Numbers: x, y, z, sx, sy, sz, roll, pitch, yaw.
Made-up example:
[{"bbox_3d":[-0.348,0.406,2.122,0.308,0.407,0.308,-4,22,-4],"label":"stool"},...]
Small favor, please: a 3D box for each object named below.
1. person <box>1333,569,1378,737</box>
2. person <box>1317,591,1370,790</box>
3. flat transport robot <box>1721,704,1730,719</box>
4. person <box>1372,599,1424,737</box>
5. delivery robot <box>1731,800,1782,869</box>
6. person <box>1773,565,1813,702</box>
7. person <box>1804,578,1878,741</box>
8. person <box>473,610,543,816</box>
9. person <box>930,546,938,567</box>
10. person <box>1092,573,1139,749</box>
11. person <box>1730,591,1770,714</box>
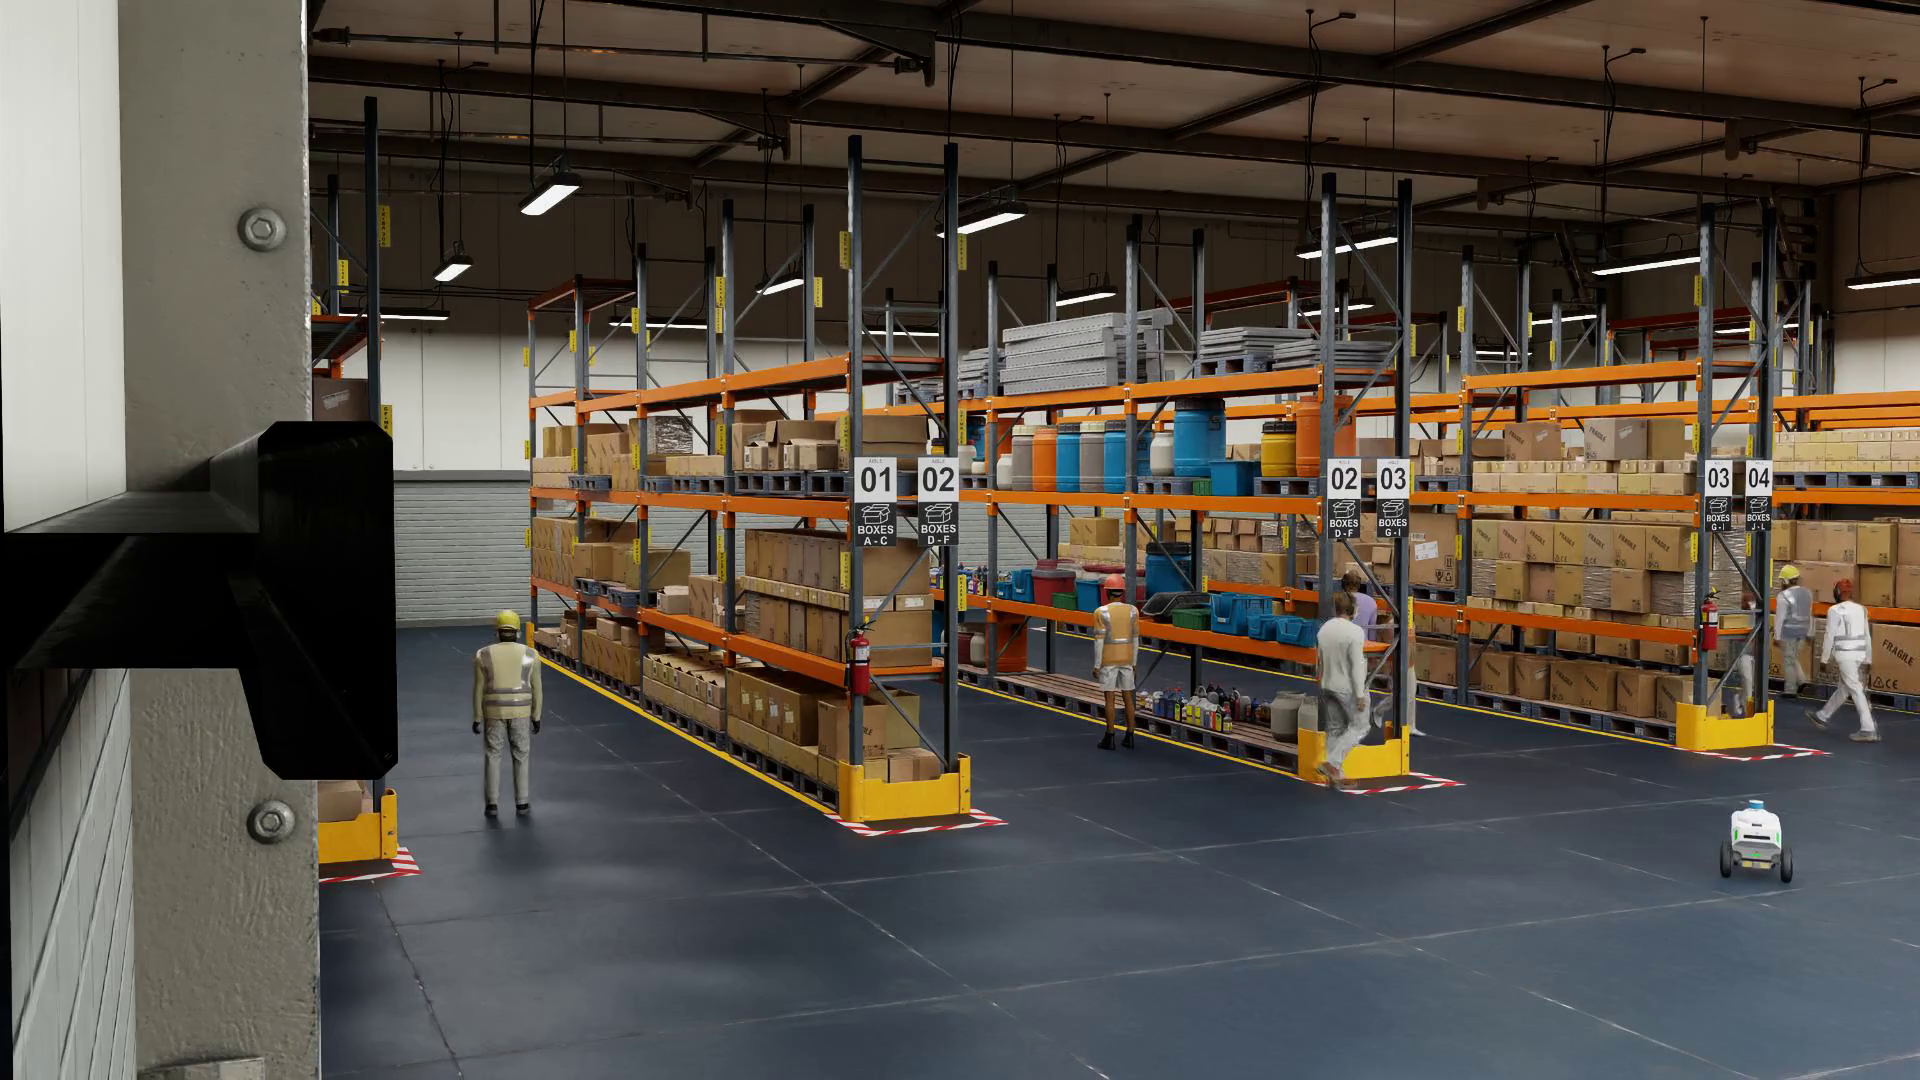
[{"bbox_3d":[4.520,1.309,20.703,0.636,1.939,0.363,-1,2,-23],"label":"person"},{"bbox_3d":[3.675,1.449,17.219,0.458,1.923,0.653,-1,2,-24],"label":"person"},{"bbox_3d":[8.859,2.085,22.456,0.652,0.197,1.431,-1,2,-22],"label":"flat transport robot"},{"bbox_3d":[5.078,1.459,20.792,0.551,1.623,0.532,-2,3,-44],"label":"person"},{"bbox_3d":[6.079,2.235,13.684,0.477,0.478,0.707,1,2,23],"label":"delivery robot"},{"bbox_3d":[11.081,1.241,23.893,0.603,1.820,0.426,-1,2,-25],"label":"person"},{"bbox_3d":[10.172,1.361,20.673,0.586,1.819,1.078,-1,2,-27],"label":"person"},{"bbox_3d":[-4.050,1.547,16.058,0.598,1.821,0.416,-1,2,-16],"label":"person"},{"bbox_3d":[-0.511,0.755,34.603,0.407,1.987,0.614,2,3,36],"label":"person"},{"bbox_3d":[1.720,1.341,19.890,0.544,1.939,0.372,-1,2,-19],"label":"person"},{"bbox_3d":[9.670,1.421,22.008,0.503,1.615,0.640,0,2,-7],"label":"person"}]
